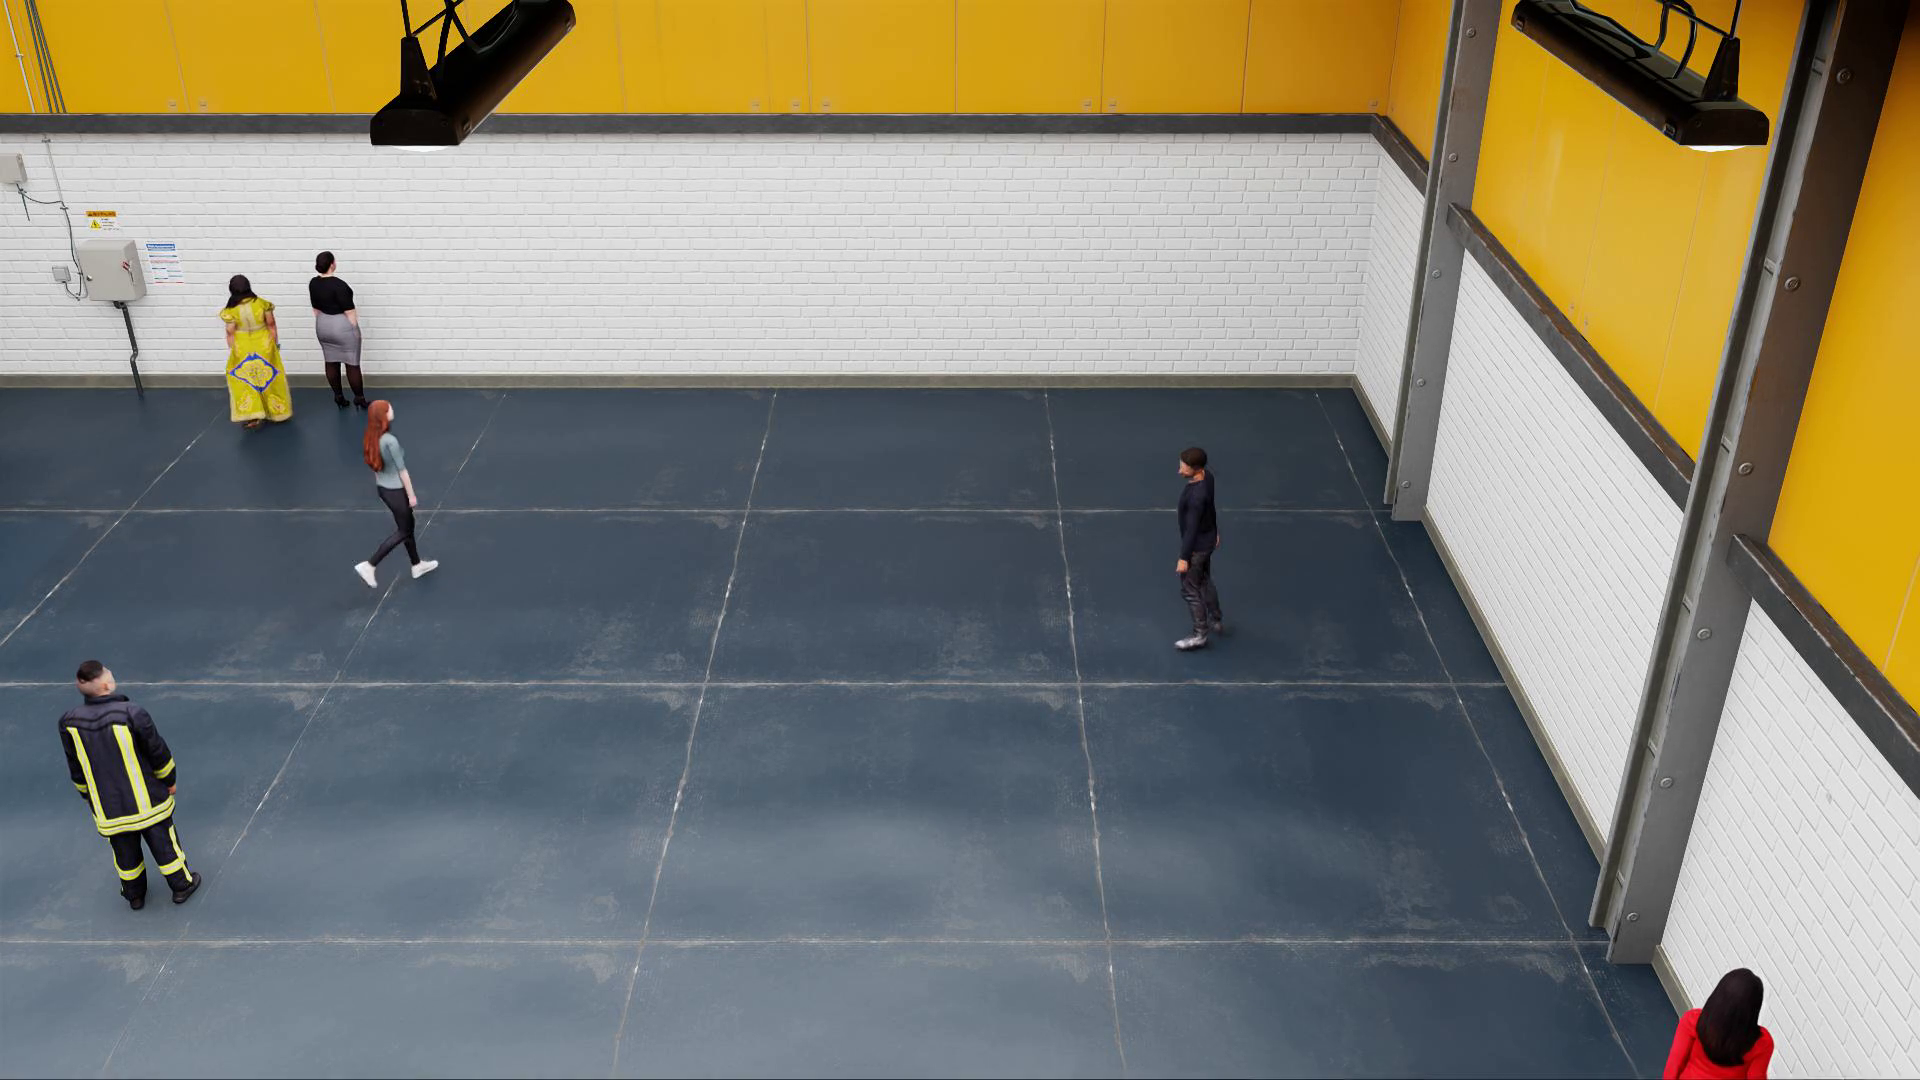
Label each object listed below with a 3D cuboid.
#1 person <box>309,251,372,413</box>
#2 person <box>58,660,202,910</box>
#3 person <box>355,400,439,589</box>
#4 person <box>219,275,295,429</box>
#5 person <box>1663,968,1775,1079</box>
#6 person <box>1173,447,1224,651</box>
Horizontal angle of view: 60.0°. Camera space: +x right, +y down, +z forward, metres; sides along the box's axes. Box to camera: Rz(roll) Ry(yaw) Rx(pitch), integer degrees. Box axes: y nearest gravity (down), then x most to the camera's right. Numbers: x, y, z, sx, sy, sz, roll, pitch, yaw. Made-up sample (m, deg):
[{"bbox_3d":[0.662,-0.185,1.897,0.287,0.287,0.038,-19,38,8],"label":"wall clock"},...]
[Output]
[{"bbox_3d":[-6.624,-2.215,17.689,0.746,1.759,0.743,10,30,17],"label":"person"},{"bbox_3d":[-5.353,1.557,10.663,0.805,1.867,0.751,-5,29,-9],"label":"person"},{"bbox_3d":[-4.933,-0.359,14.324,0.987,1.724,1.053,25,37,38],"label":"person"},{"bbox_3d":[-7.377,-1.964,17.340,1.013,1.653,1.043,-18,33,-30],"label":"person"},{"bbox_3d":[3.780,2.855,8.406,0.713,1.747,0.741,12,31,21],"label":"person"},{"bbox_3d":[1.979,0.055,13.453,0.993,1.830,0.744,17,33,28],"label":"person"}]
